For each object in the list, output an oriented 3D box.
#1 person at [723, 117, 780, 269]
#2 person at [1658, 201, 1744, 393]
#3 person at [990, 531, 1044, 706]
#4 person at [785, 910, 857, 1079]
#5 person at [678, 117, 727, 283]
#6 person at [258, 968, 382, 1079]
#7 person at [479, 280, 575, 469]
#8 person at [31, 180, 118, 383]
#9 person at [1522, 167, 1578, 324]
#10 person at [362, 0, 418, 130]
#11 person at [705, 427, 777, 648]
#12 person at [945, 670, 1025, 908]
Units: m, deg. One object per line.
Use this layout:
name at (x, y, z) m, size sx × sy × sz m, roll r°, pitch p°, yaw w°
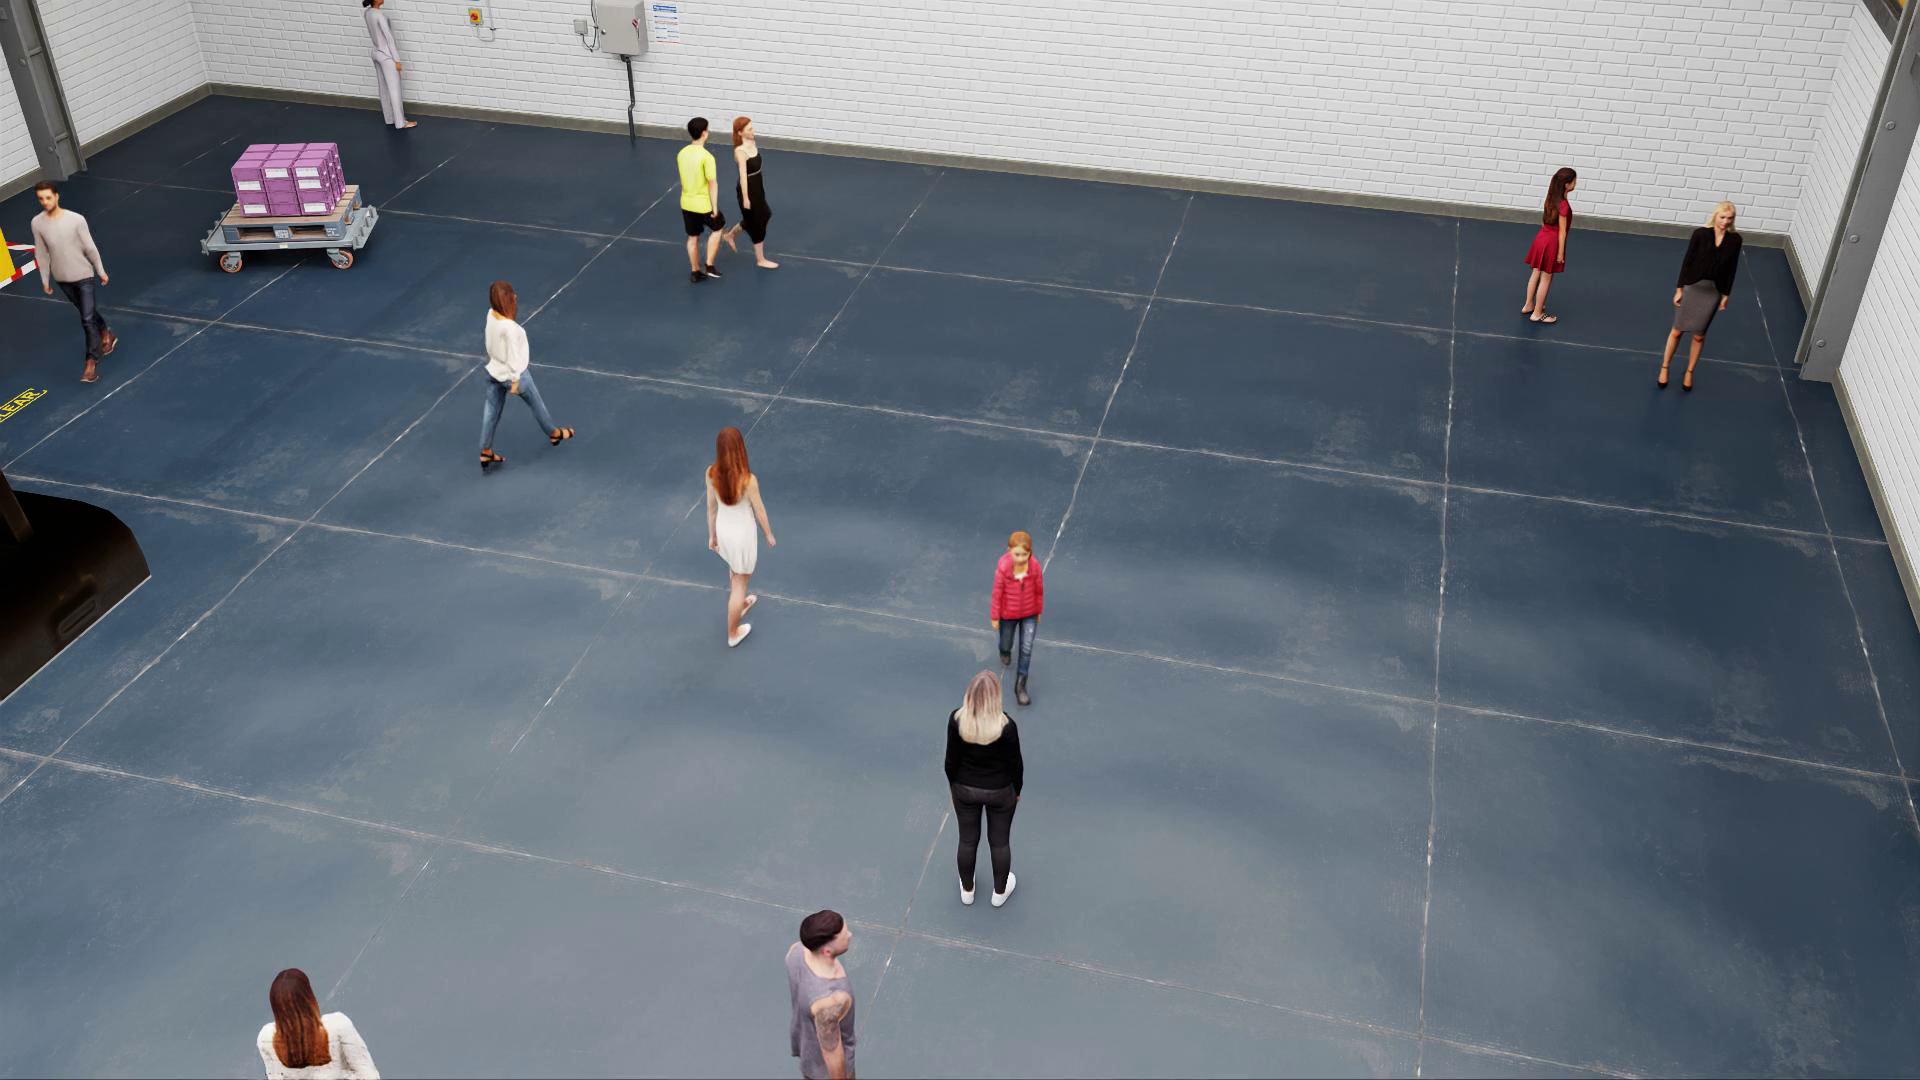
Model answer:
person at (-2.250, -3.611, 17.293) m, size 0.623 × 1.609 × 0.790 m, roll 8°, pitch 35°, yaw 12°
person at (6.647, -2.151, 14.963) m, size 0.604 × 1.757 × 0.518 m, roll 10°, pitch 35°, yaw 15°
person at (0.385, 0.477, 11.420) m, size 0.702 × 1.303 × 0.875 m, roll -5°, pitch 34°, yaw -7°
person at (-0.654, 2.445, 8.029) m, size 0.780 × 1.841 × 0.694 m, roll -15°, pitch 36°, yaw -21°
person at (-2.704, -3.415, 16.925) m, size 0.677 × 1.690 × 0.697 m, roll 15°, pitch 36°, yaw 21°
person at (-2.932, 2.697, 7.749) m, size 0.820 × 1.669 × 1.093 m, roll -2°, pitch 34°, yaw -3°
person at (-3.844, -1.341, 13.864) m, size 1.168 × 1.625 × 0.982 m, roll -27°, pitch 42°, yaw -34°
person at (-8.147, -2.447, 15.354) m, size 0.994 × 1.818 × 1.306 m, roll -4°, pitch 34°, yaw -7°
person at (5.781, -2.902, 16.277) m, size 0.712 × 1.554 × 0.651 m, roll -6°, pitch 34°, yaw -8°
person at (-7.211, -6.056, 20.857) m, size 0.714 × 1.737 × 0.710 m, roll -29°, pitch 43°, yaw -36°
person at (-1.625, 0.025, 11.746) m, size 0.682 × 1.694 × 0.845 m, roll 18°, pitch 37°, yaw 24°
person at (0.136, 1.450, 9.609) m, size 0.616 × 1.687 × 0.545 m, roll 6°, pitch 34°, yaw 9°
